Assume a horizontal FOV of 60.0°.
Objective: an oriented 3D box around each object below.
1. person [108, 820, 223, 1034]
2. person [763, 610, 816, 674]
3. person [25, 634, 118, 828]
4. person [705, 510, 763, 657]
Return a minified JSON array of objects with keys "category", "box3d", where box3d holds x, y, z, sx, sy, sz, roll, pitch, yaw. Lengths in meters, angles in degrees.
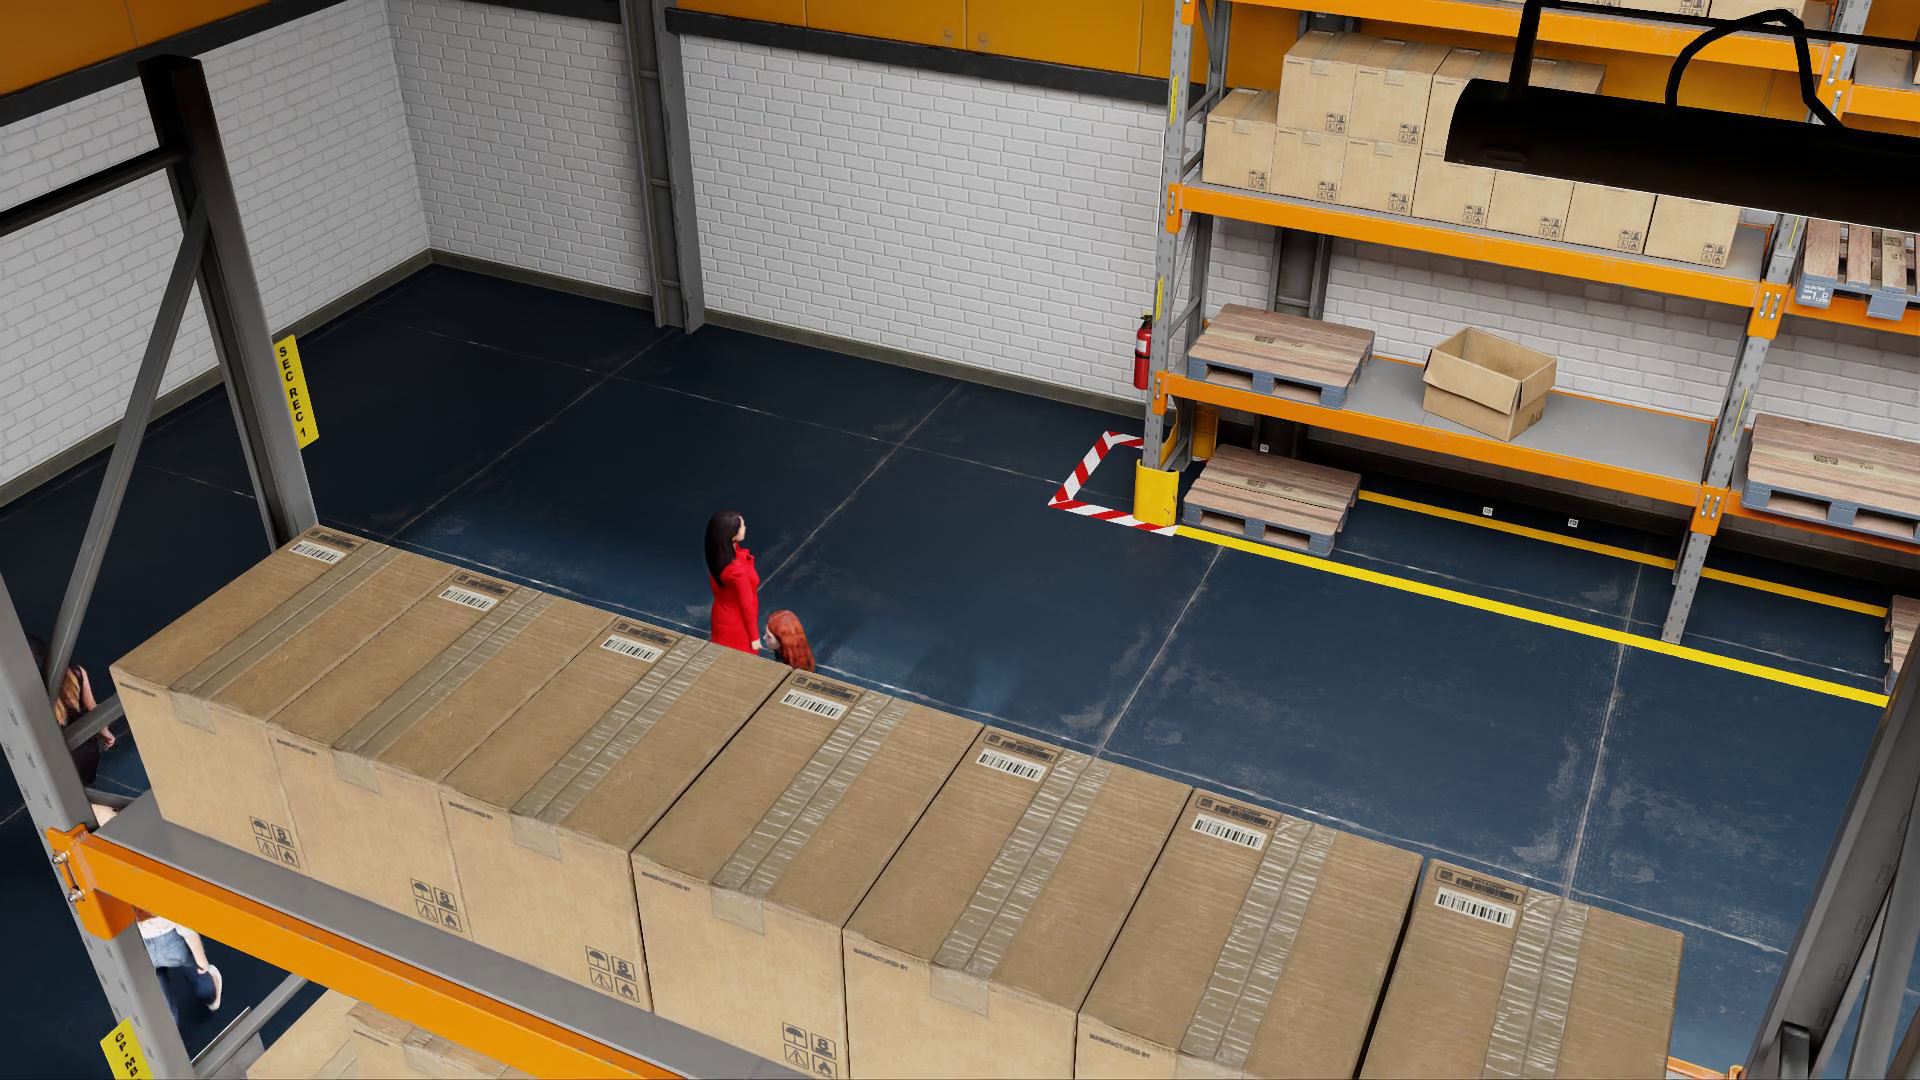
[{"category":"person","box3d":[-4.024,2.140,8.357,1.083,1.686,1.122,-10,35,-15]},{"category":"person","box3d":[-0.875,1.137,9.788,0.879,1.772,0.797,-7,34,-11]},{"category":"person","box3d":[-5.087,1.300,9.633,1.046,1.671,0.737,11,35,16]},{"category":"person","box3d":[-1.442,0.550,10.693,0.793,1.748,0.707,-21,39,-28]}]
